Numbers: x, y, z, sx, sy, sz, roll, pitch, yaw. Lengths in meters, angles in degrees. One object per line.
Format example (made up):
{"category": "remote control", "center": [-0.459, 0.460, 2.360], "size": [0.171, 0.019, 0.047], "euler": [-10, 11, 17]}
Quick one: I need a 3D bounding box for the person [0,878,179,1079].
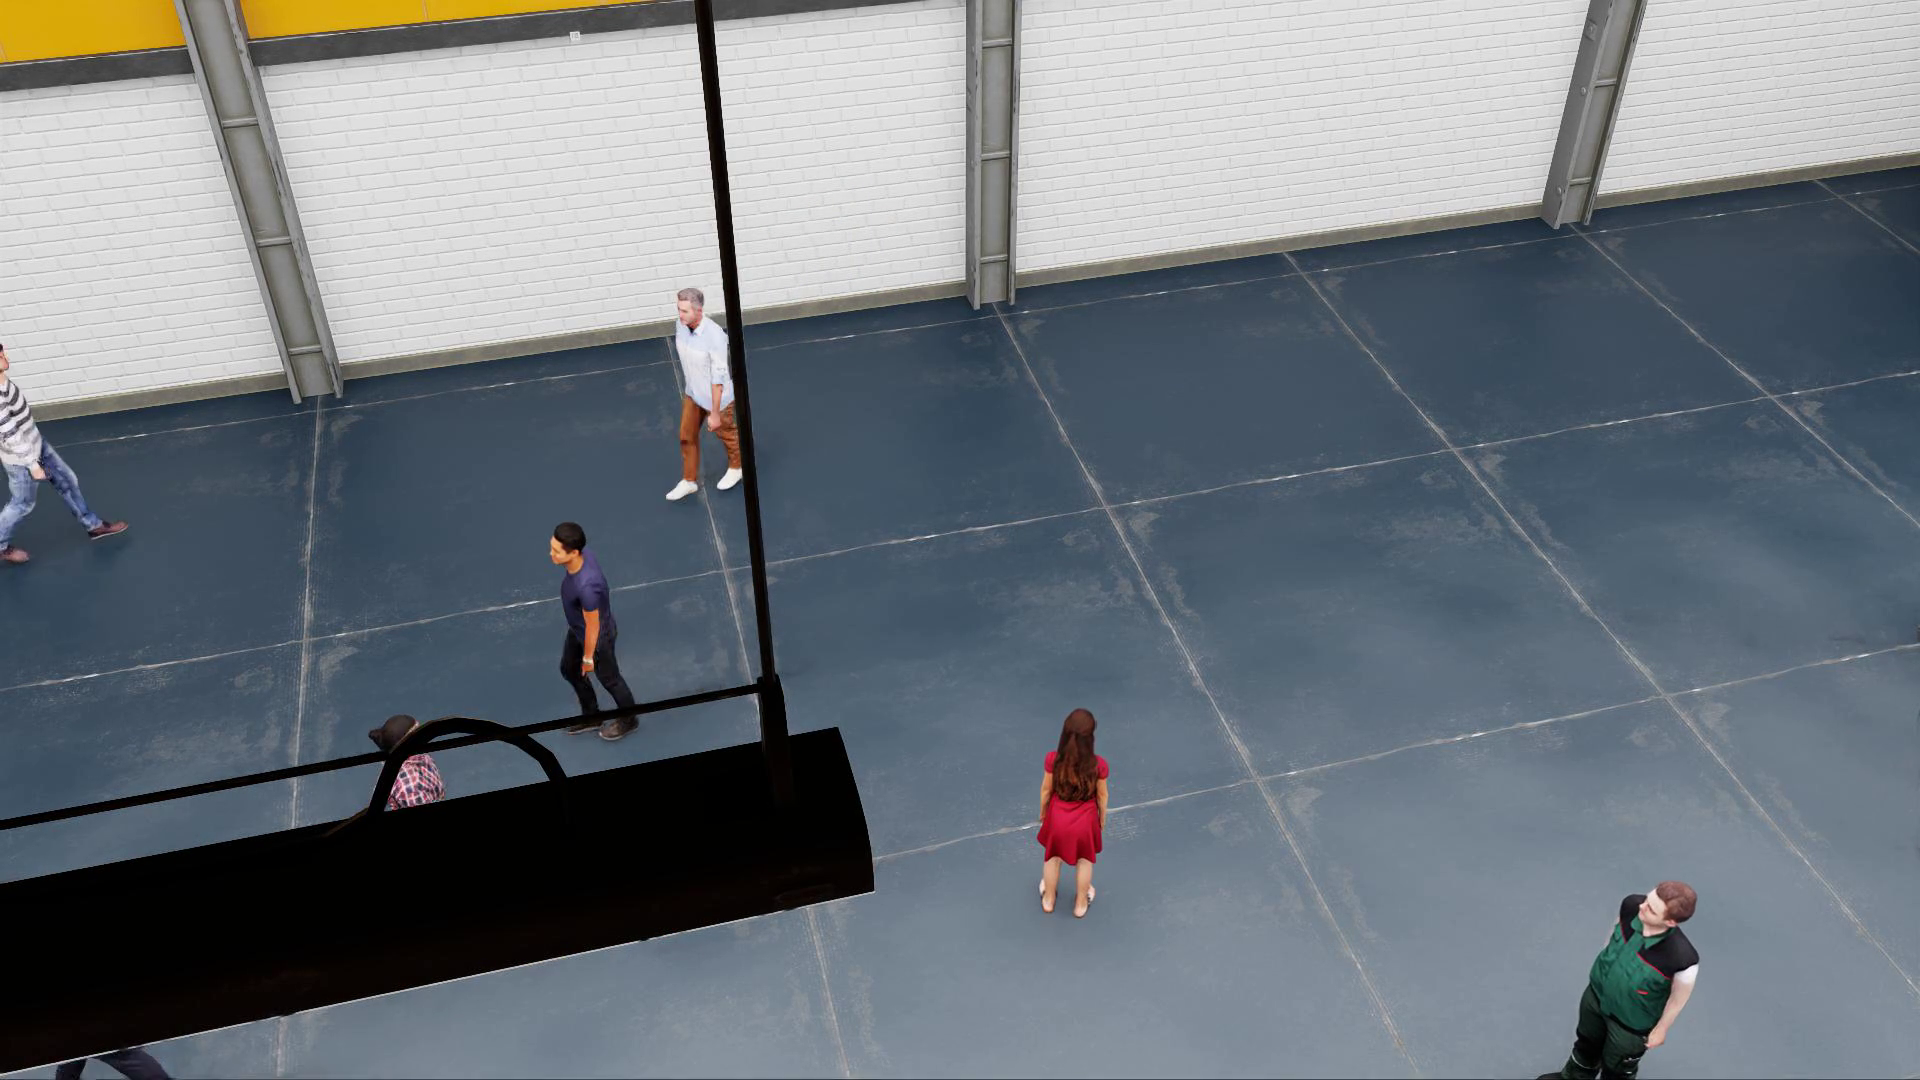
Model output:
{"category": "person", "center": [-4.296, 2.336, 8.334], "size": [1.120, 1.786, 0.749], "euler": [-8, 39, -10]}

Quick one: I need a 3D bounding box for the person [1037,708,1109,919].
{"category": "person", "center": [0.637, 1.570, 9.480], "size": [0.638, 1.551, 0.701], "euler": [4, 39, 5]}

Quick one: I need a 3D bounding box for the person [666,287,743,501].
{"category": "person", "center": [-1.864, -1.161, 12.701], "size": [0.978, 1.799, 1.060], "euler": [24, 44, 27]}

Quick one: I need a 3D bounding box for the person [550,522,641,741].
{"category": "person", "center": [-2.243, 0.567, 10.556], "size": [0.784, 1.775, 0.746], "euler": [-18, 42, -21]}

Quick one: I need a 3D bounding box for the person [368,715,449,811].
{"category": "person", "center": [-3.036, 1.653, 9.232], "size": [1.113, 1.730, 0.810], "euler": [-15, 41, -17]}

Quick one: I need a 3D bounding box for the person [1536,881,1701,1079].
{"category": "person", "center": [3.342, 2.305, 8.328], "size": [0.603, 1.841, 0.654], "euler": [-14, 41, -17]}

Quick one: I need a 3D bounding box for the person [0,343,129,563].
{"category": "person", "center": [-6.863, -0.600, 11.993], "size": [1.211, 1.805, 0.737], "euler": [-12, 40, -15]}
